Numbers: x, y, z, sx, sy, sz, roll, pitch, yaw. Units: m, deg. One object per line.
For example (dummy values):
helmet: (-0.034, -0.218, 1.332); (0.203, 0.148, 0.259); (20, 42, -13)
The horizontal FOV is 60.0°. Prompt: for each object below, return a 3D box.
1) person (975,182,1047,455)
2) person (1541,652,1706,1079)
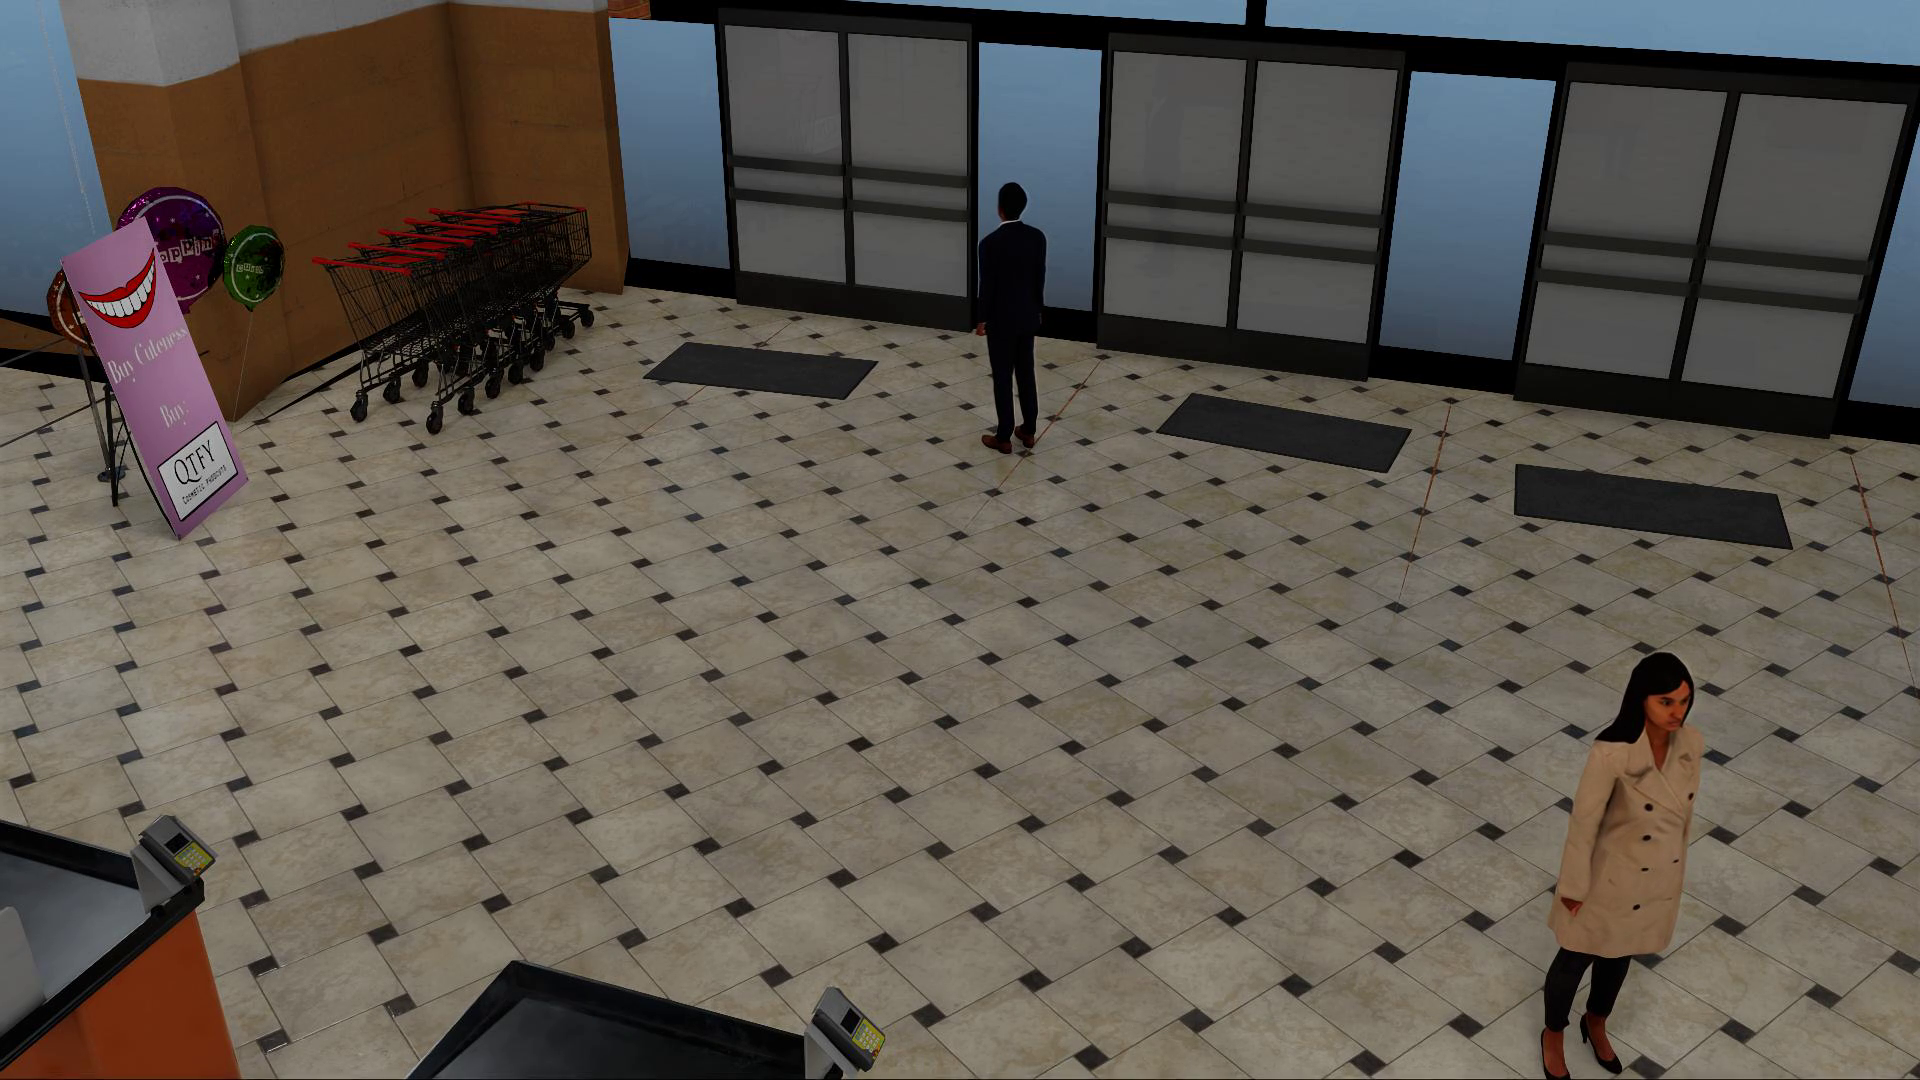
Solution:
person: (0.323, -1.385, 10.461); (0.676, 1.724, 0.763); (-15, 31, -27)
person: (2.210, 1.116, 5.576); (0.710, 1.682, 0.734); (-8, 28, -15)
